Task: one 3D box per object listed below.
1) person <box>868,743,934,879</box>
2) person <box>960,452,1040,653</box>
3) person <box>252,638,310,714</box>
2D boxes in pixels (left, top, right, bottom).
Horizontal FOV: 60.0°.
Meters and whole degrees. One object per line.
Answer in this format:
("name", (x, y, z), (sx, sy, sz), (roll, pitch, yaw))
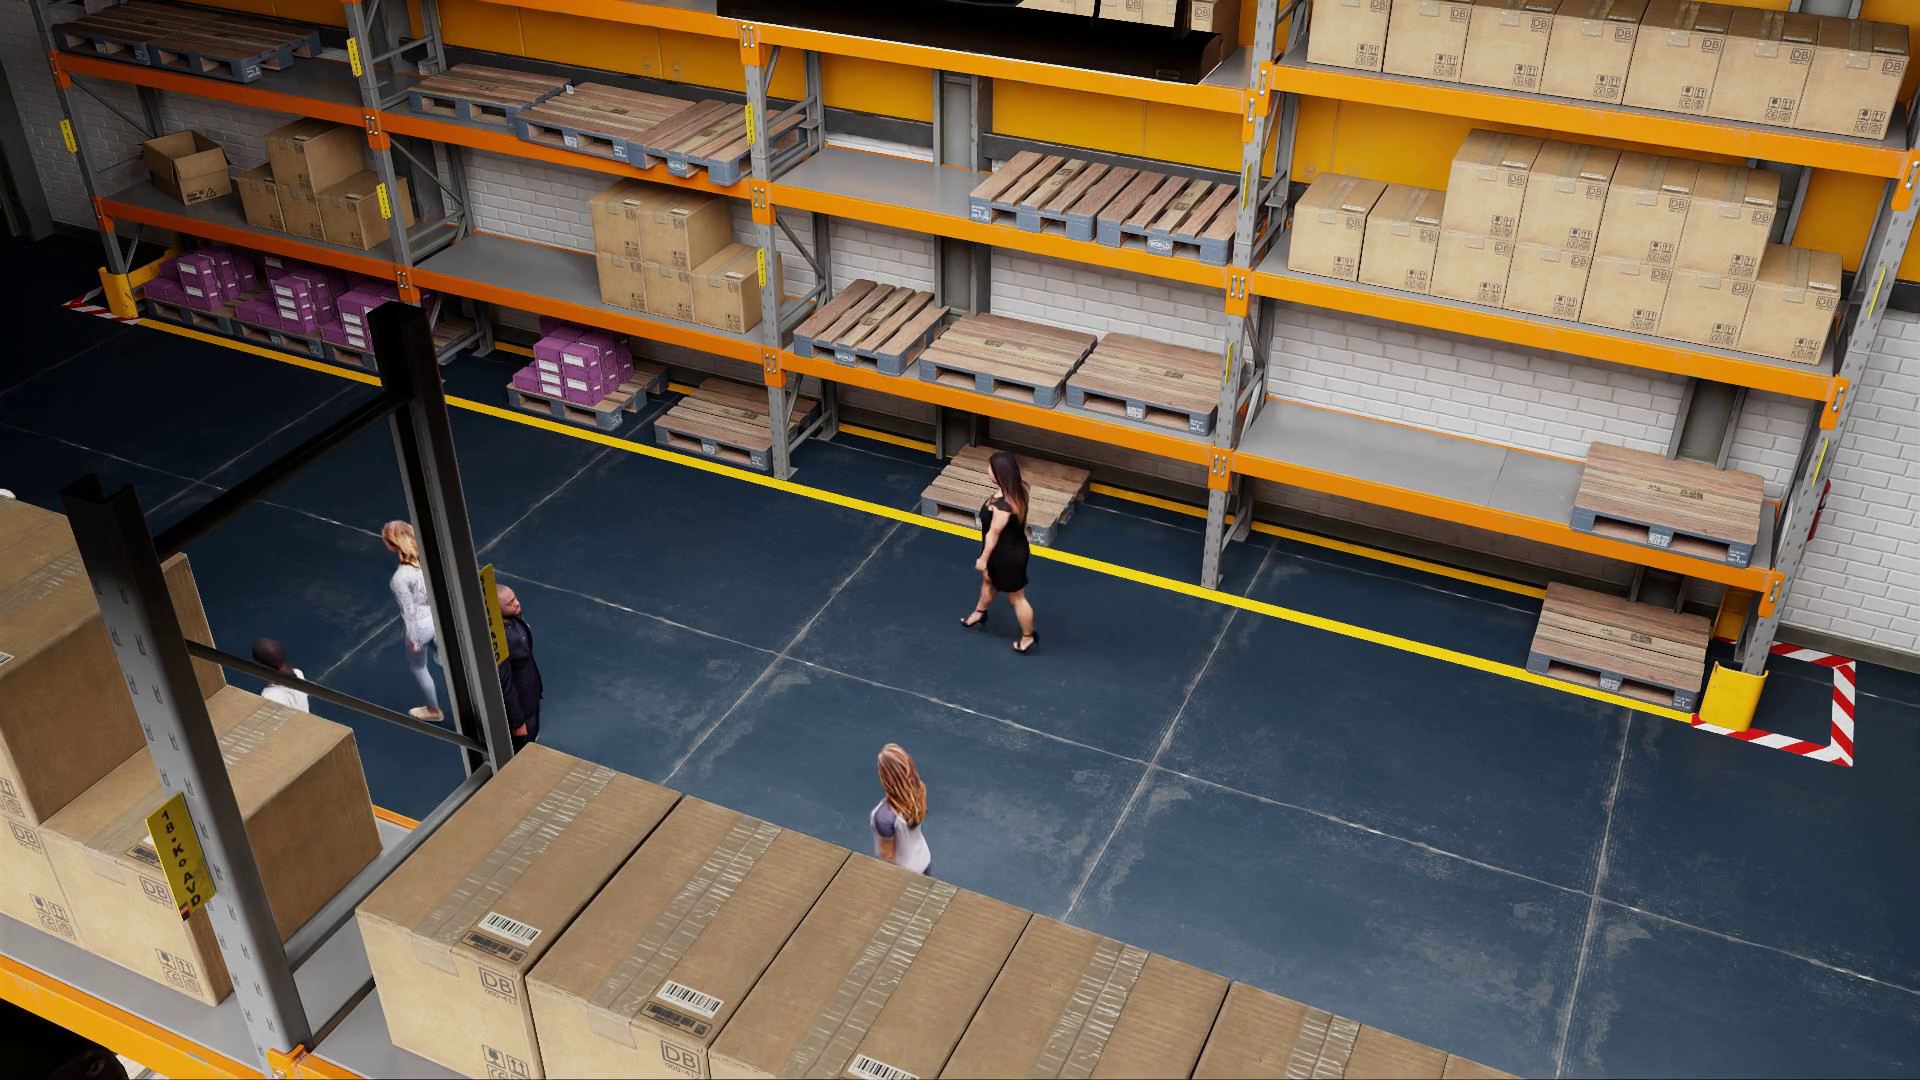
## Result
("person", (-0.241, 1.936, 9.644), (1.135, 1.690, 0.732), (21, 39, 29))
("person", (0.437, 0.140, 12.349), (0.935, 1.687, 0.732), (8, 34, 12))
("person", (-4.053, 1.388, 10.432), (1.102, 1.731, 0.677), (10, 35, 14))
